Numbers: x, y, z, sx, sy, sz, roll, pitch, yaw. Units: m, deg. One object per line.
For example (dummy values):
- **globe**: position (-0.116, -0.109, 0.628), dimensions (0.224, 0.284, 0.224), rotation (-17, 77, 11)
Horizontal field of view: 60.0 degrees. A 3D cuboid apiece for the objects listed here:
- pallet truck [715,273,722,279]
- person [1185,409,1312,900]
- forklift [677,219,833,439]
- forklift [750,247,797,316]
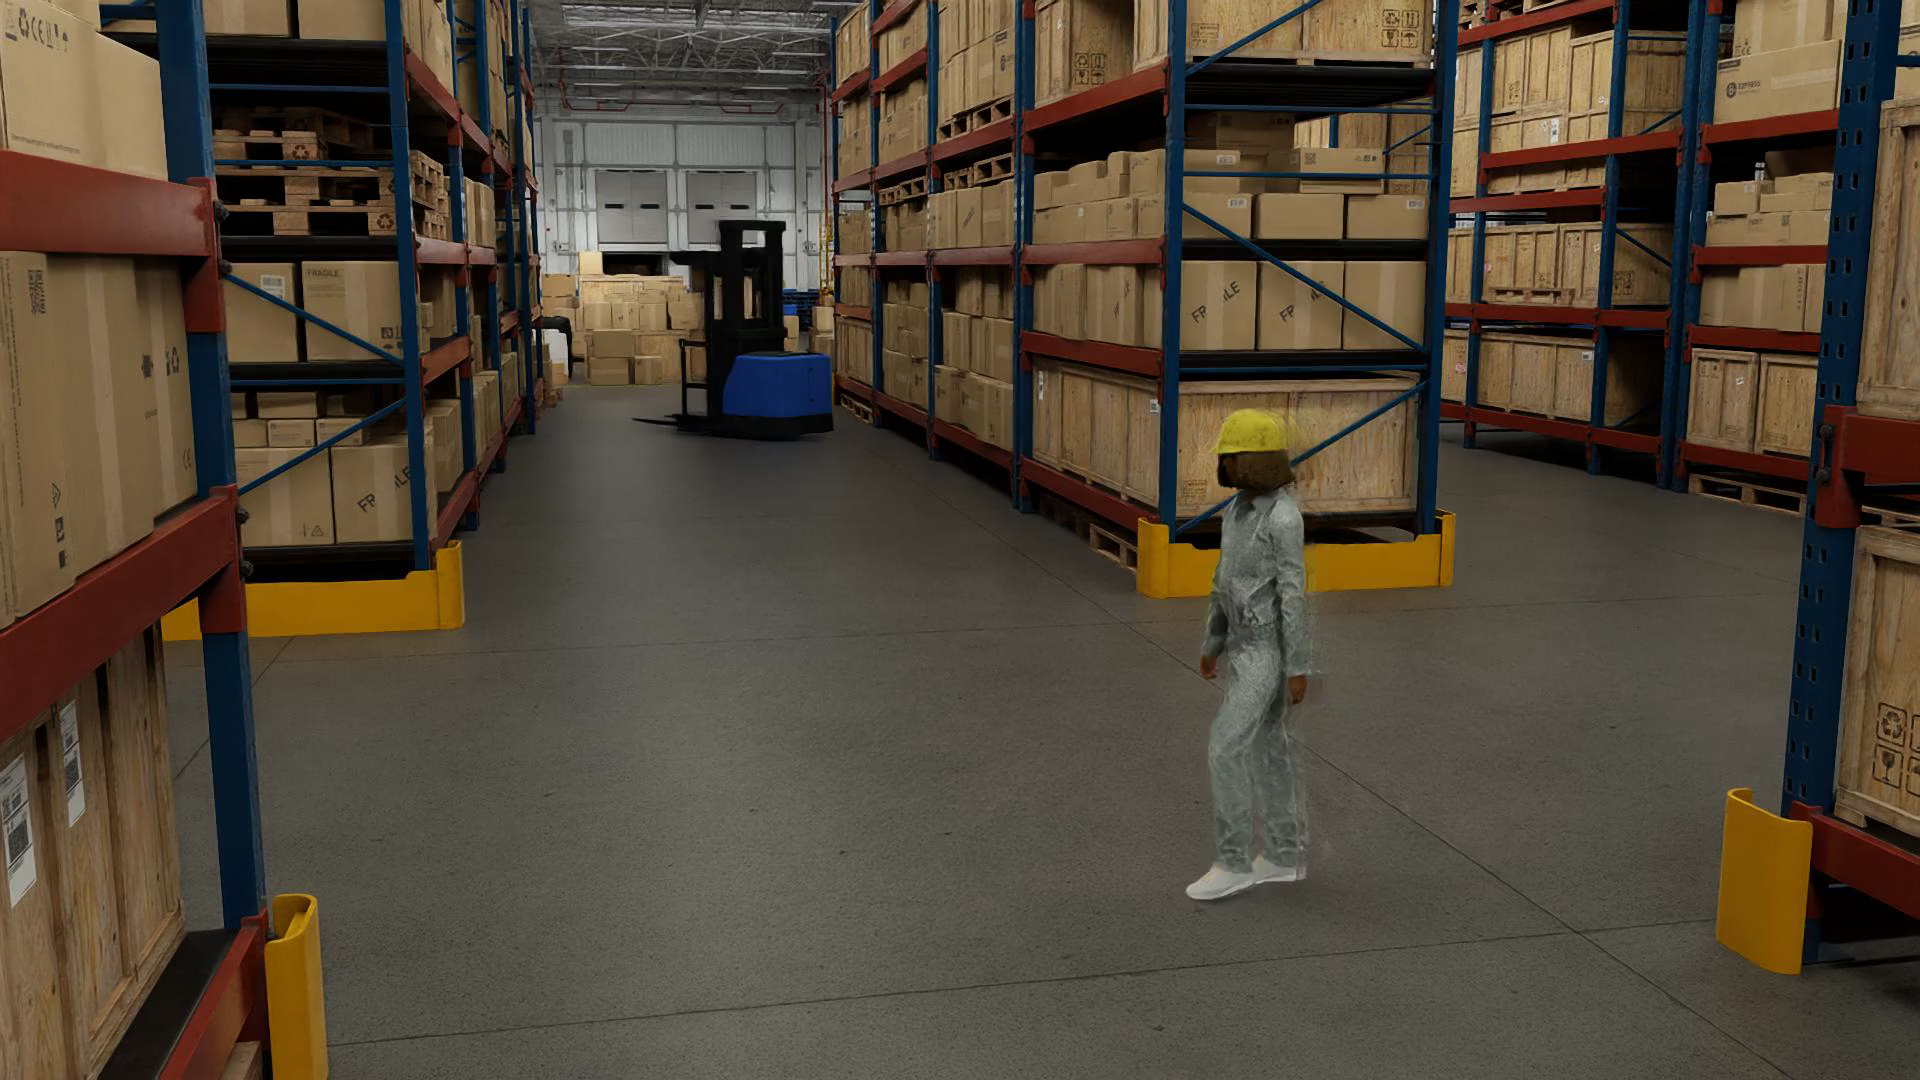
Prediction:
- **pallet truck**: position (-8.580, -8.986, 62.280), dimensions (1.885, 1.965, 0.823), rotation (1, 9, 5)
- **person**: position (0.967, 0.403, 5.854), dimensions (0.624, 1.721, 0.516), rotation (-2, 10, -13)
- **forklift**: position (-2.684, -2.786, 21.804), dimensions (1.873, 2.768, 1.129), rotation (7, 12, 36)
- **forklift**: position (-5.884, -7.530, 50.722), dimensions (1.129, 2.768, 1.873), rotation (-7, 12, -38)
